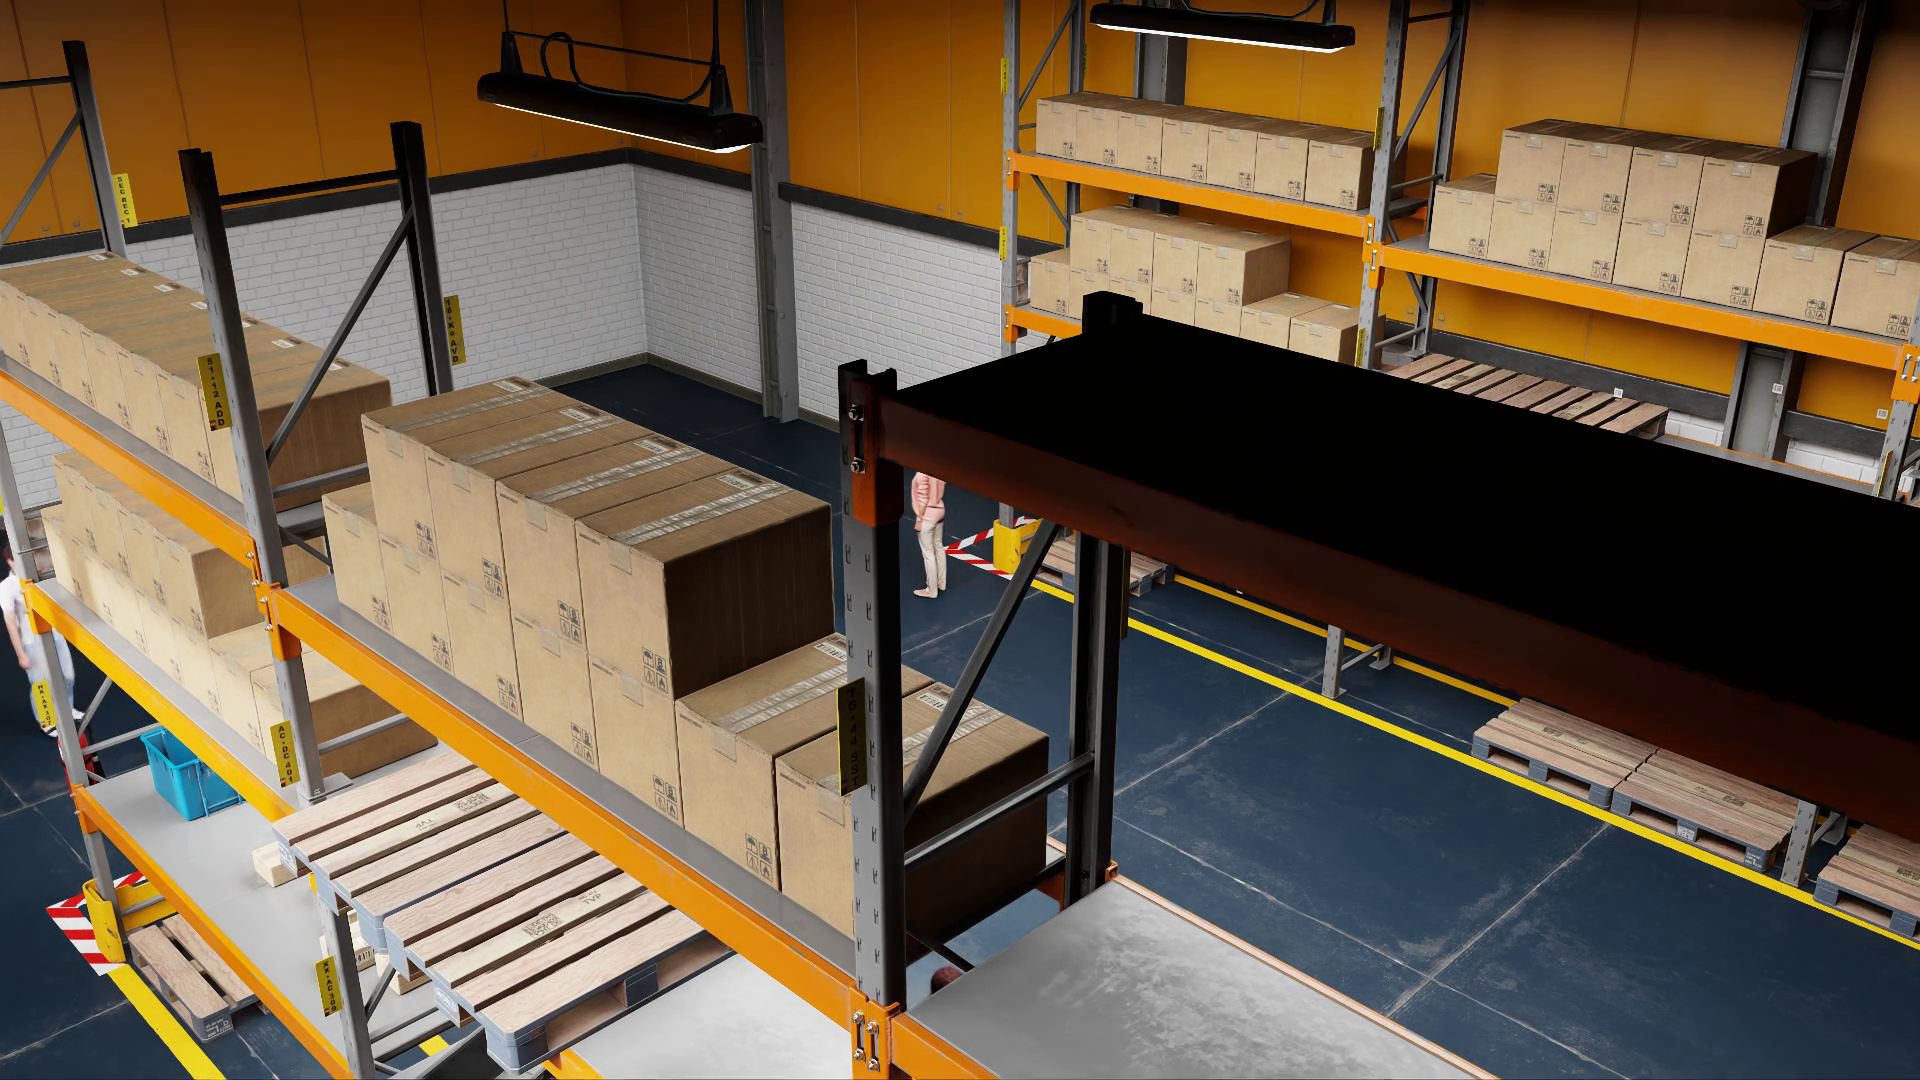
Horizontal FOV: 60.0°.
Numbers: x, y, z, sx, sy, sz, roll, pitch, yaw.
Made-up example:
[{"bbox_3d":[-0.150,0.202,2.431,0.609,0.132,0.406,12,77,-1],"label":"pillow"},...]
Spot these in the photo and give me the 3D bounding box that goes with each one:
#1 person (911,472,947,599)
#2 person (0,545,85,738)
[{"bbox_3d":[-0.299,-0.258,16.489,0.617,1.724,0.660,12,26,26],"label":"person"},{"bbox_3d":[-7.738,0.822,13.912,0.799,1.809,0.788,5,24,11],"label":"person"}]
